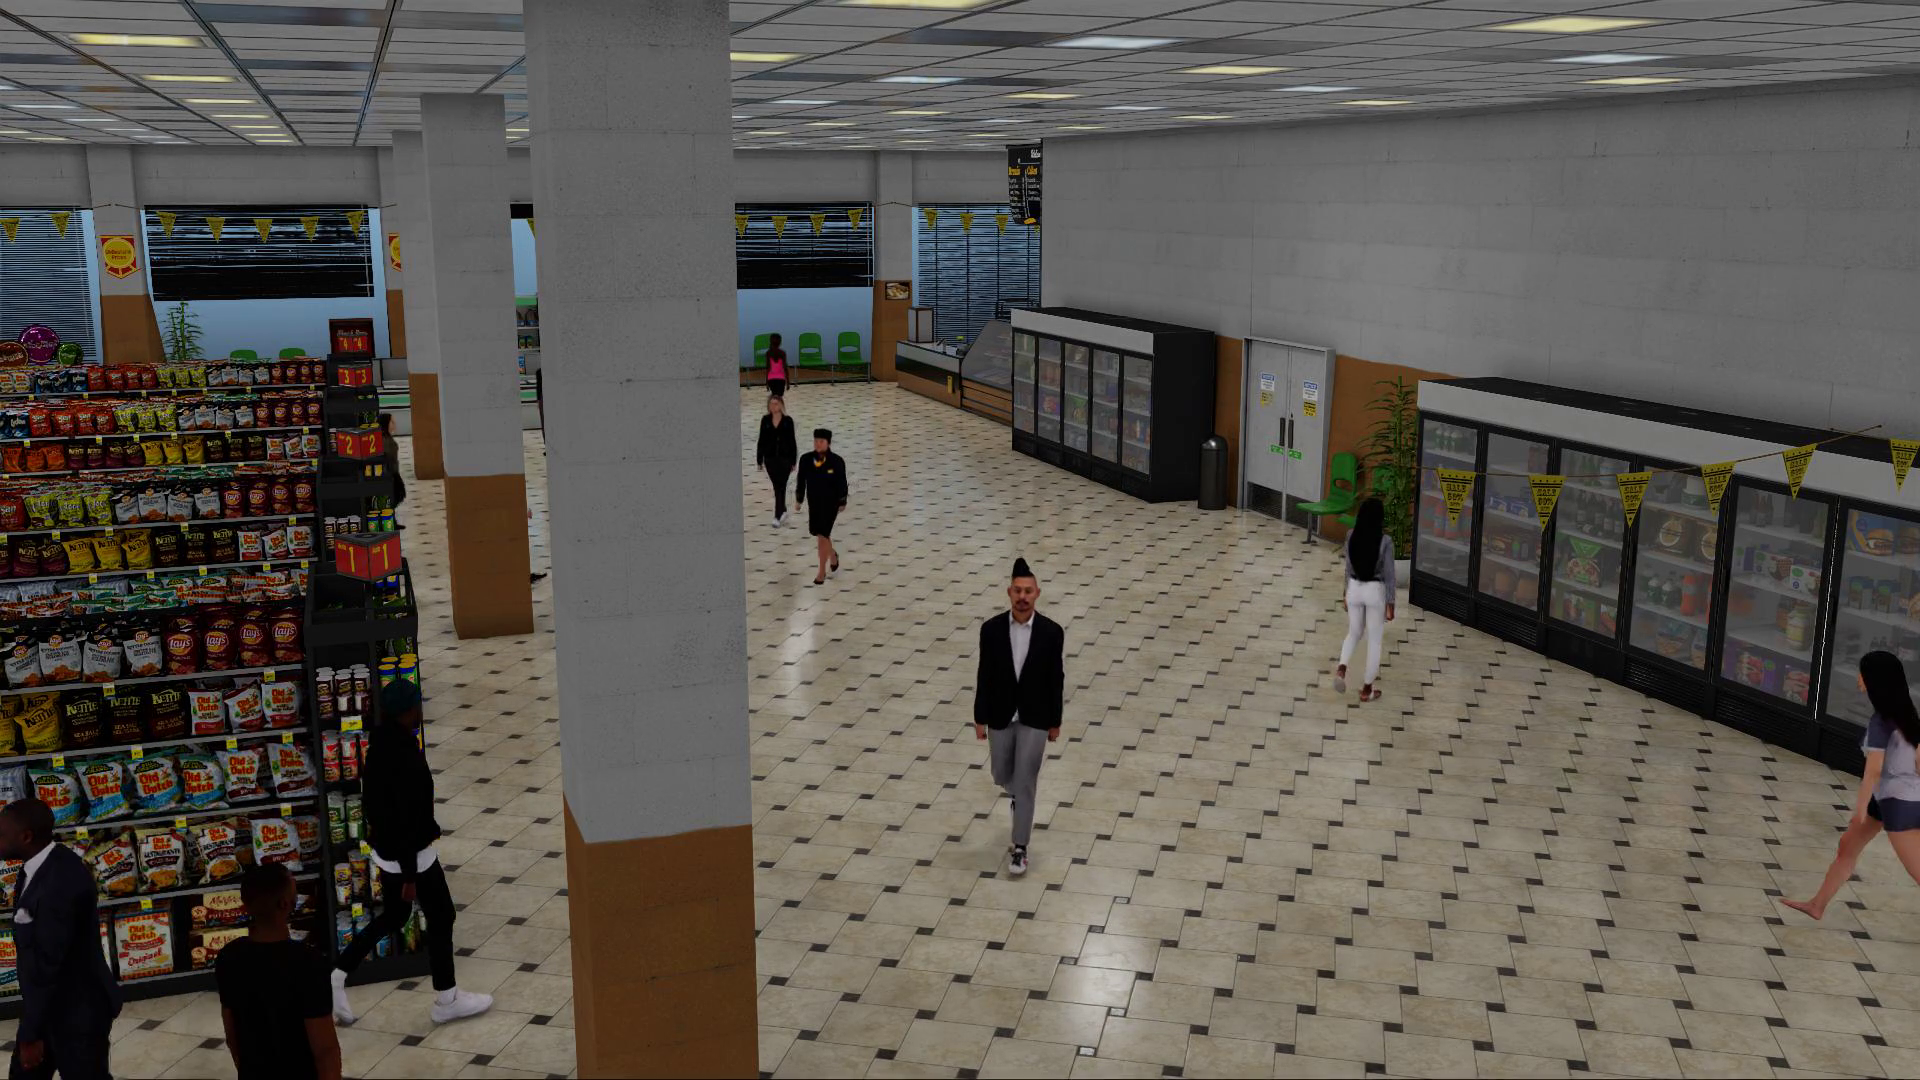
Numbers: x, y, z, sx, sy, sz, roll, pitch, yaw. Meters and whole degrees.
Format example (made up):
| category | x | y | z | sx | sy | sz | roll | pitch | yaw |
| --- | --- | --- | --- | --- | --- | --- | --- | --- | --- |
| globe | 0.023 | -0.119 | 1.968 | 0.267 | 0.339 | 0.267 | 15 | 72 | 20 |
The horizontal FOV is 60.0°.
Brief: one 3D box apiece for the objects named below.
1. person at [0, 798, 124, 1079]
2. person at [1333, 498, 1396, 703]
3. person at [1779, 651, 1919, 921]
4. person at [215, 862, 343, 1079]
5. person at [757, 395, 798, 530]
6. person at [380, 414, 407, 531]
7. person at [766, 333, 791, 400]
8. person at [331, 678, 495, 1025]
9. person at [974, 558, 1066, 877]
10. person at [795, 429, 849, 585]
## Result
| category | x | y | z | sx | sy | sz | roll | pitch | yaw |
| --- | --- | --- | --- | --- | --- | --- | --- | --- | --- |
| person | -3.558 | 1.899 | 6.798 | 0.791 | 1.807 | 0.806 | -10 | 16 | -40 |
| person | 3.293 | 0.512 | 13.620 | 0.803 | 1.711 | 0.912 | 11 | 16 | 42 |
| person | 5.243 | 1.490 | 9.173 | 1.082 | 1.630 | 1.192 | 10 | 16 | 41 |
| person | -2.491 | 2.067 | 6.029 | 0.732 | 1.796 | 0.837 | 3 | 12 | 13 |
| person | -2.255 | -0.966 | 20.830 | 1.173 | 1.632 | 1.059 | 2 | 12 | 9 |
| person | -7.121 | -0.827 | 20.565 | 0.549 | 1.469 | 0.580 | -4 | 12 | -17 |
| person | -3.243 | -2.740 | 29.106 | 1.072 | 1.693 | 1.096 | 5 | 13 | 22 |
| person | -2.858 | 1.592 | 8.298 | 1.183 | 1.791 | 0.907 | -9 | 15 | -35 |
| person | 0.376 | 1.062 | 10.472 | 1.172 | 1.931 | 1.130 | 2 | 12 | 10 |
| person | -1.457 | -0.372 | 17.986 | 1.100 | 1.641 | 1.125 | 4 | 13 | 19 |
